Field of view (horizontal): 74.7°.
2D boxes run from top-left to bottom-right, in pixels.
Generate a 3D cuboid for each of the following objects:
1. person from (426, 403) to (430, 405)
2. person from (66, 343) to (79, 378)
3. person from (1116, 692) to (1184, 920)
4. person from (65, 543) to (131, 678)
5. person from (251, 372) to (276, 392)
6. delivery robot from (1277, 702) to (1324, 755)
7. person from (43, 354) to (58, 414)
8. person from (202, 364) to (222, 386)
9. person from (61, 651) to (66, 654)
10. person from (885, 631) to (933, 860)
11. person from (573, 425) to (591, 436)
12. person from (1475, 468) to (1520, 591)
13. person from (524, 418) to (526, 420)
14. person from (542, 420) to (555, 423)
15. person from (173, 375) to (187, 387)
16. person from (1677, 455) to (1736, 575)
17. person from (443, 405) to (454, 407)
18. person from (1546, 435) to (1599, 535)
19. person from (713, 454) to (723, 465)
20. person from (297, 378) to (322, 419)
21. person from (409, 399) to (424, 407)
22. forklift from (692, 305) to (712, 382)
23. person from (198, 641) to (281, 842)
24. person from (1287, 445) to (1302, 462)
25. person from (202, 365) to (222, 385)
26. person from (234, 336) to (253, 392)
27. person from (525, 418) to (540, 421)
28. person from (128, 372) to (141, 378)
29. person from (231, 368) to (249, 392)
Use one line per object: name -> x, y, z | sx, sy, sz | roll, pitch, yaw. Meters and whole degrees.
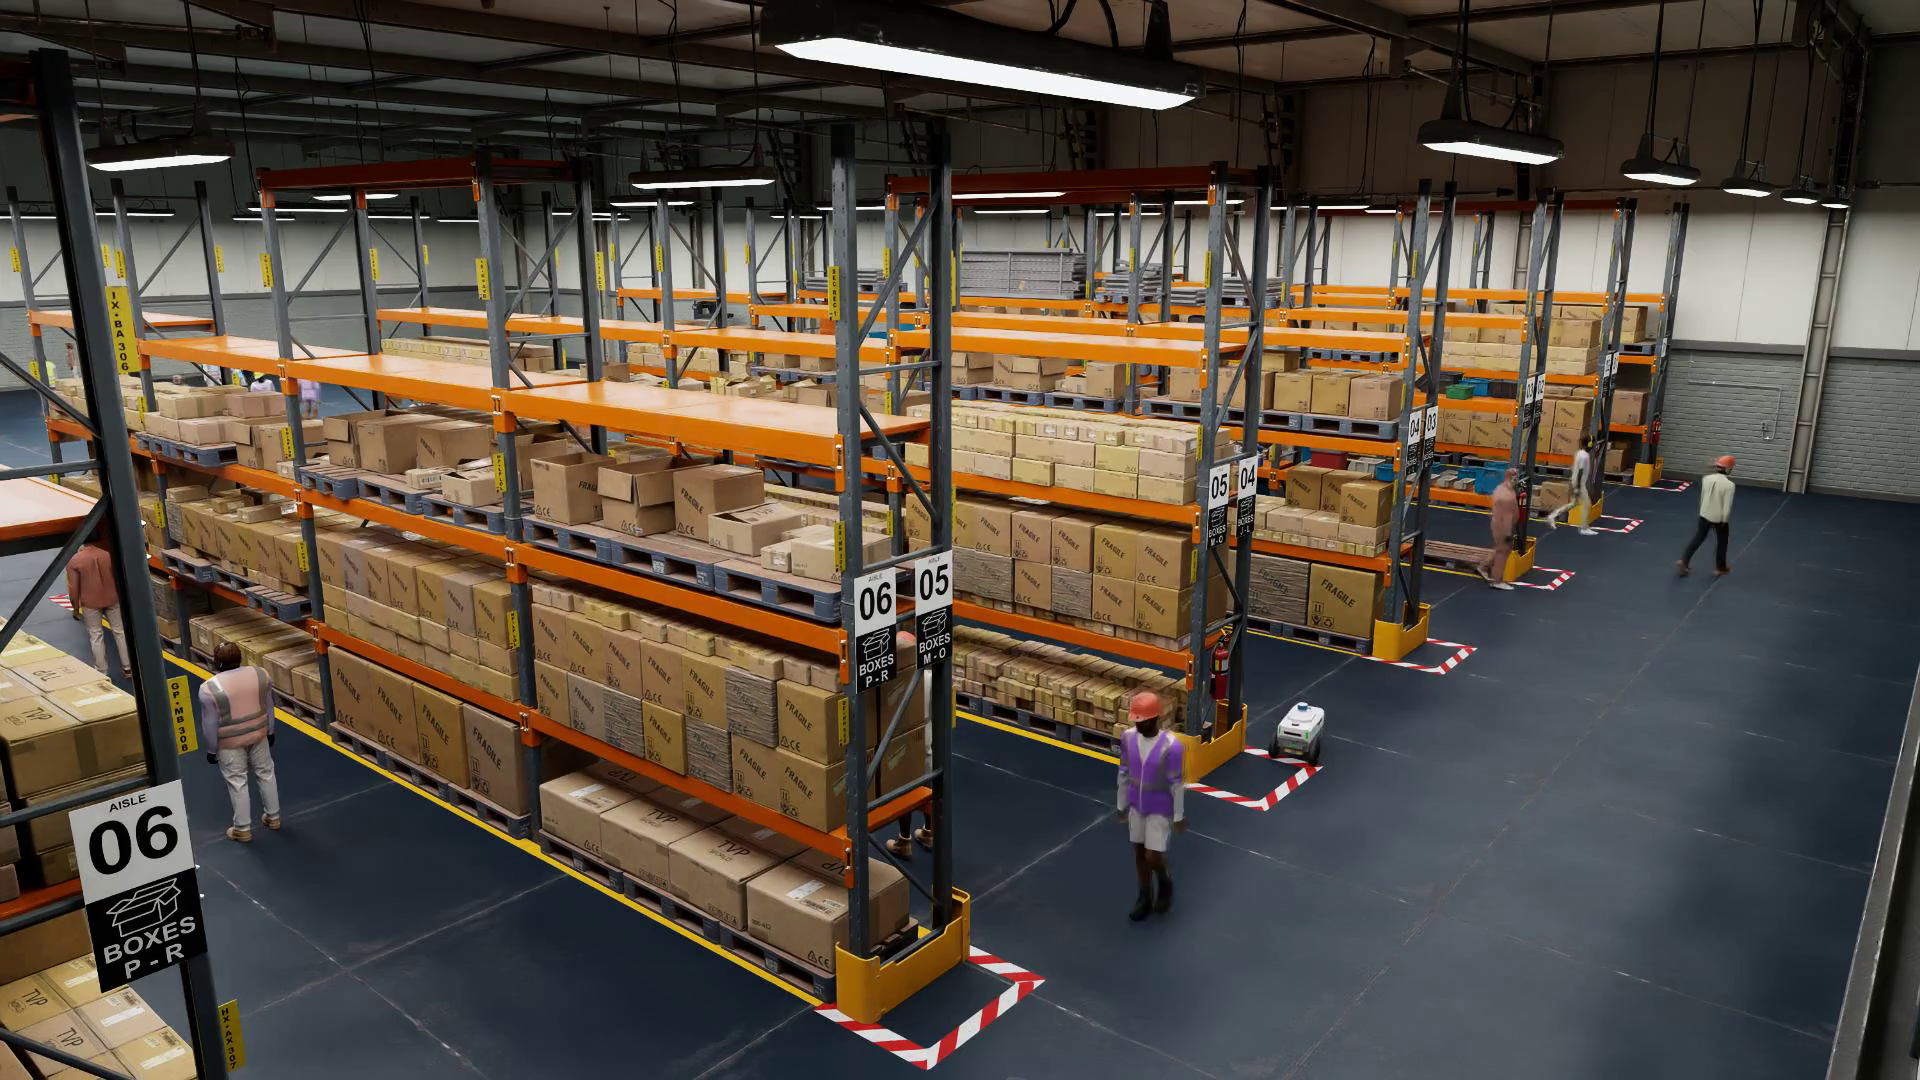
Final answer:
person -> -16.877, -4.987, 39.470 | 0.527, 1.765, 0.329 | -3, 14, -13
person -> -31.345, -6.145, 44.490 | 0.309, 1.641, 0.513 | -8, 16, -30
person -> 1.482, 2.108, 9.951 | 0.585, 1.920, 0.408 | 11, 18, 39
person -> -10.508, 0.751, 15.386 | 0.399, 1.989, 0.623 | 12, 18, 40
person -> -18.577, -3.623, 33.632 | 0.531, 1.878, 0.628 | 10, 17, 35
delivery robot -> 3.606, 1.959, 13.304 | 0.477, 0.478, 0.707 | 7, 15, 28
person -> -27.771, -4.741, 38.298 | 0.429, 1.840, 0.633 | 5, 15, 20
person -> -23.821, -5.178, 40.111 | 0.403, 1.830, 0.601 | 6, 15, 24
person -> -8.099, 1.842, 11.441 | 0.483, 1.737, 0.320 | 3, 14, 14
person -> -0.455, 1.786, 11.046 | 0.605, 2.033, 0.392 | -9, 17, -34
person -> -7.927, -2.004, 26.949 | 0.647, 1.880, 0.828 | -5, 15, -20
person -> 8.375, -0.181, 19.466 | 0.467, 1.887, 0.662 | 4, 14, 18
person -> -10.420, -2.596, 29.335 | 0.579, 1.904, 0.731 | -10, 17, -35
person -> -11.116, -3.684, 33.747 | 0.634, 1.931, 0.541 | -6, 15, -24
person -> -19.868, -3.316, 32.353 | 0.733, 1.877, 0.649 | -10, 17, -37
person -> 12.043, -0.399, 20.188 | 0.944, 1.963, 0.606 | -5, 15, -20
person -> -13.691, -3.727, 33.955 | 0.581, 1.918, 0.566 | -10, 17, -34
person -> 11.299, -1.030, 23.070 | 0.802, 1.835, 0.562 | 4, 14, 17
person -> -3.874, -0.444, 20.507 | 0.636, 1.898, 0.454 | -11, 17, -37
person -> -17.855, -3.931, 34.572 | 0.641, 2.028, 0.499 | -1, 14, -3
person -> -12.642, -2.577, 29.391 | 0.346, 1.842, 0.505 | 2, 14, 10
forklift -> -9.511, -7.392, 47.124 | 1.873, 2.768, 1.129 | 11, 17, 38
person -> -6.510, 1.801, 11.382 | 0.430, 1.844, 0.624 | 9, 16, 32
person -> 6.926, -1.658, 25.440 | 0.701, 1.918, 0.577 | 7, 15, 25
person -> -24.603, -5.511, 41.475 | 0.622, 1.839, 0.429 | -4, 14, -16
person -> -24.323, -5.879, 42.650 | 0.711, 2.000, 0.589 | -10, 17, -35
person -> -10.365, -2.750, 30.526 | 0.513, 1.639, 0.307 | 3, 14, 13
person -> -24.906, -4.705, 37.935 | 0.797, 1.958, 0.646 | 12, 18, 40
person -> -23.473, -5.250, 40.782 | 0.901, 1.638, 0.597 | 3, 14, 11
